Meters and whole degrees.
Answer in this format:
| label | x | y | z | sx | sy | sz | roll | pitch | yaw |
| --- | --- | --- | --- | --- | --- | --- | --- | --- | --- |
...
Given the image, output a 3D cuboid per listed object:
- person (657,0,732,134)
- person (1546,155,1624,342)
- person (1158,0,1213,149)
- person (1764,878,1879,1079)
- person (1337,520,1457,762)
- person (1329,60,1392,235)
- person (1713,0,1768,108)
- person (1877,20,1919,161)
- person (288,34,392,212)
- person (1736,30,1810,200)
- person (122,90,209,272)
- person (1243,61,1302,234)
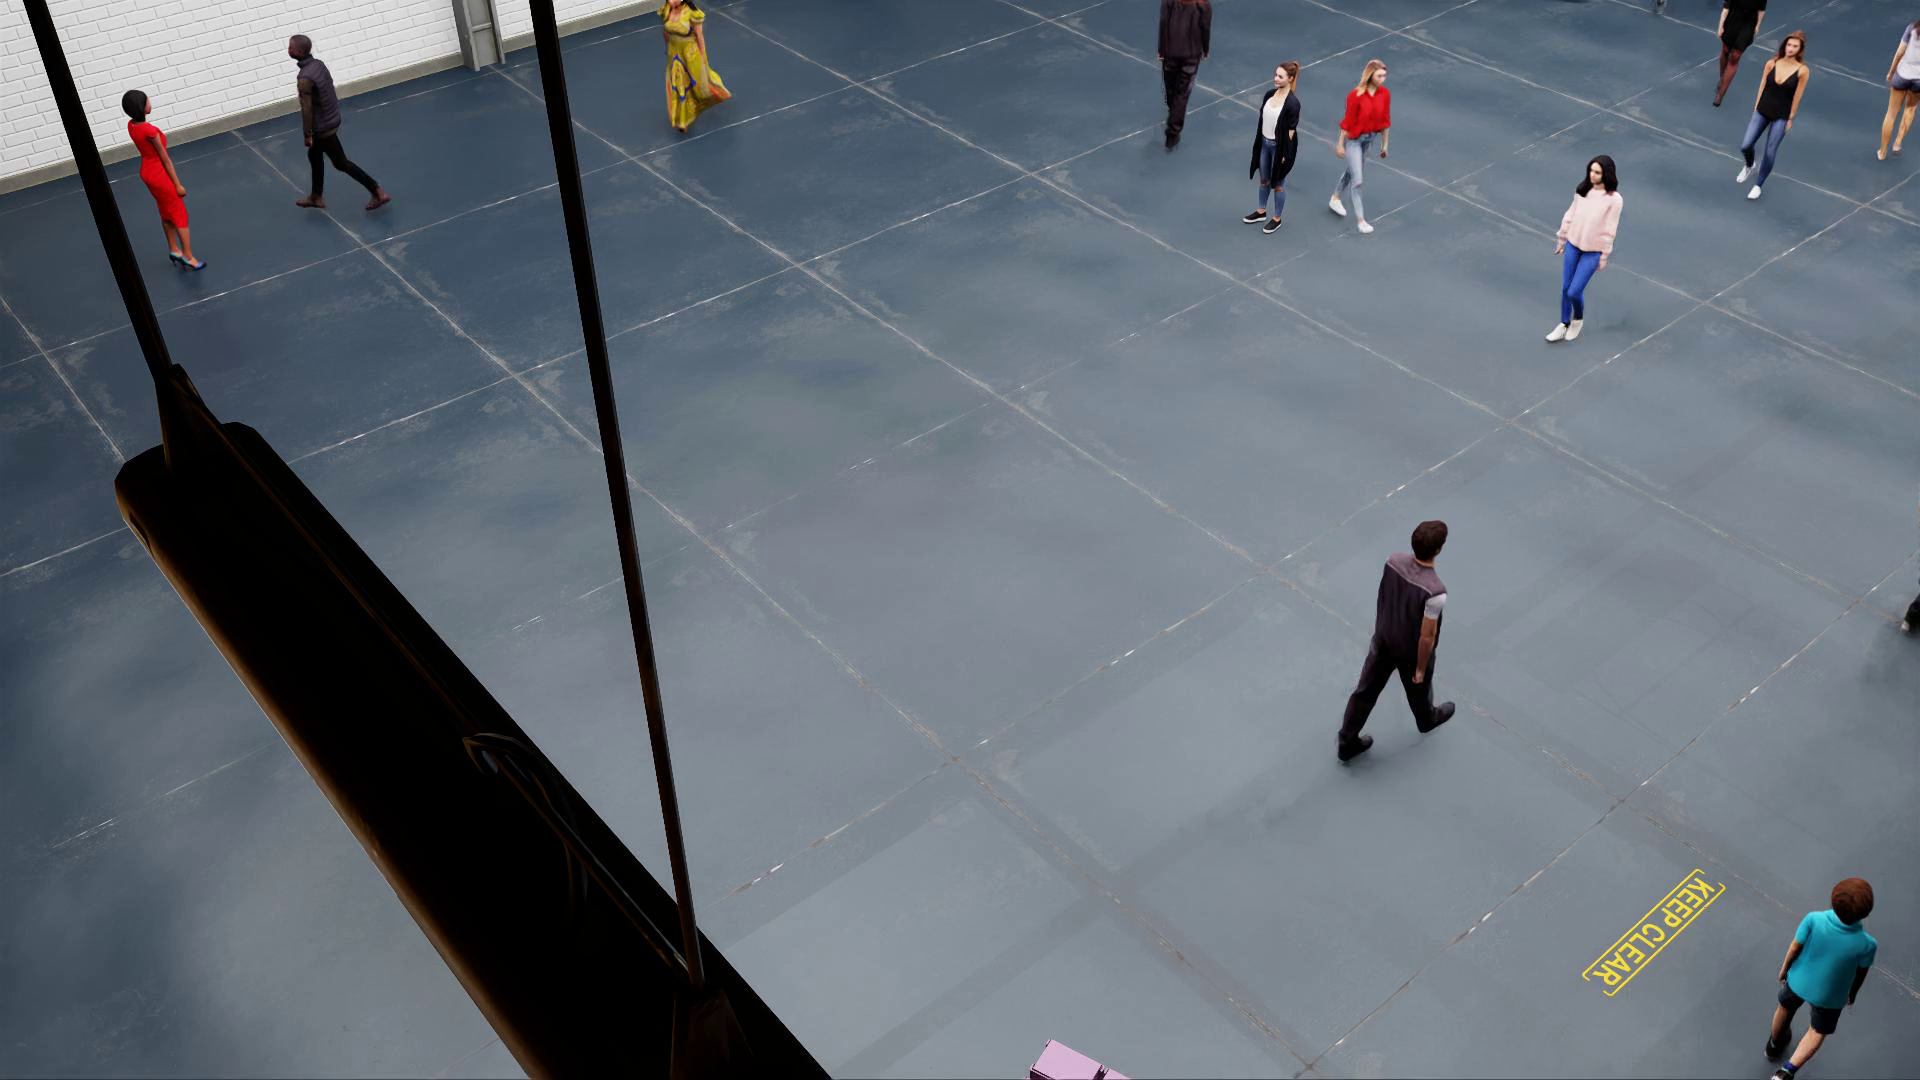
| label | x | y | z | sx | sy | sz | roll | pitch | yaw |
| --- | --- | --- | --- | --- | --- | --- | --- | --- | --- |
| person | -2.898 | -5.227 | 17.839 | 1.151 | 1.627 | 1.304 | 11 | 40 | 14 |
| person | 5.432 | -2.503 | 14.324 | 0.646 | 1.756 | 0.685 | -23 | 44 | -26 |
| person | 2.304 | -5.024 | 17.398 | 1.061 | 1.860 | 1.287 | 13 | 41 | 16 |
| person | 4.401 | 2.310 | 8.552 | 0.574 | 1.439 | 0.801 | 29 | 47 | 31 |
| person | 2.656 | 0.685 | 10.287 | 1.117 | 1.812 | 0.728 | -23 | 44 | -26 |
| person | 3.824 | -3.866 | 16.101 | 1.080 | 1.668 | 0.915 | -13 | 41 | -16 |
| person | 8.606 | -5.676 | 18.385 | 0.901 | 1.646 | 1.169 | 16 | 41 | 19 |
| person | 9.786 | -4.719 | 17.126 | 0.694 | 1.722 | 0.730 | 15 | 41 | 18 |
| person | -6.093 | -4.004 | 16.174 | 1.311 | 1.793 | 1.153 | -3 | 39 | -3 |
| person | 8.129 | -4.256 | 16.556 | 0.636 | 1.709 | 0.721 | 27 | 46 | 30 |
| person | -7.375 | -3.296 | 15.331 | 0.621 | 1.738 | 0.571 | 26 | 45 | 29 |
| person | 3.043 | -3.789 | 15.992 | 0.565 | 1.684 | 0.635 | -24 | 45 | -27 |
